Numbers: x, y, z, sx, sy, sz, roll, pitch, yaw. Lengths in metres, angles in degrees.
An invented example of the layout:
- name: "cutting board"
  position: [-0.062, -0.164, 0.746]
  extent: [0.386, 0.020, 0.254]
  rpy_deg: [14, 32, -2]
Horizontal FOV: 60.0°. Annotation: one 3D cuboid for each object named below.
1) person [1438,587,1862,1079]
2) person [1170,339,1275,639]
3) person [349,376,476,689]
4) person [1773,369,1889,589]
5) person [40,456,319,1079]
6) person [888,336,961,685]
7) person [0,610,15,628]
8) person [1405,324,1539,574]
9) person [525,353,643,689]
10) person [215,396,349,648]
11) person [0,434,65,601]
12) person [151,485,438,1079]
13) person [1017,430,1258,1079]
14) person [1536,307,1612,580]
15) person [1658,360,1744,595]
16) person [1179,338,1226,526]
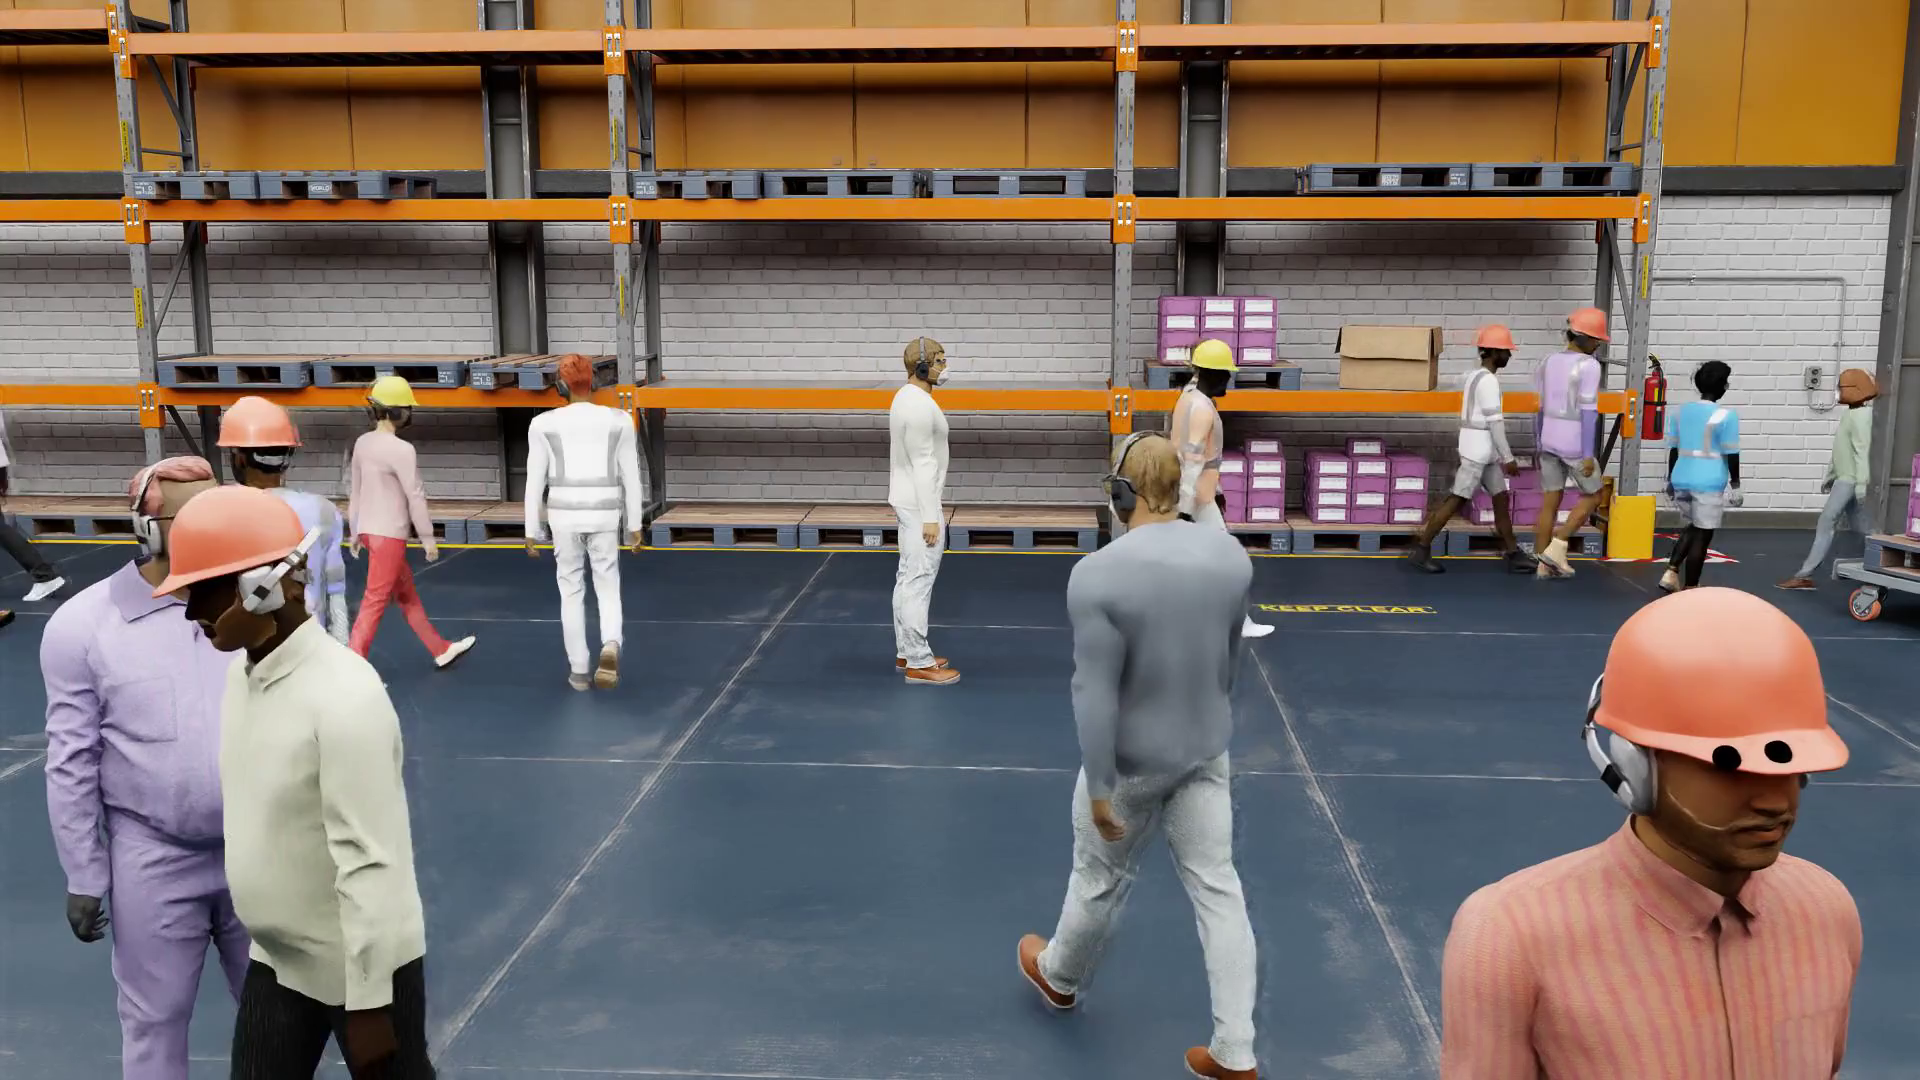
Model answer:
- name: "person"
  position: [0.866, 1.037, 2.101]
  extent: [0.609, 1.996, 0.379]
  rpy_deg: [-3, 10, -18]
- name: "person"
  position: [1.435, -0.304, 10.317]
  extent: [0.979, 1.882, 0.592]
  rpy_deg: [-1, 10, -6]
- name: "person"
  position: [-3.104, -0.039, 9.196]
  extent: [0.532, 1.718, 0.894]
  rpy_deg: [9, 13, 43]
- name: "person"
  position: [6.313, -0.416, 11.790]
  extent: [0.827, 1.597, 0.503]
  rpy_deg: [4, 11, 23]
- name: "person"
  position: [-1.829, 0.748, 4.038]
  extent: [0.651, 1.913, 0.410]
  rpy_deg: [-8, 12, -38]
- name: "person"
  position: [-0.212, -0.167, 9.318]
  extent: [0.373, 1.940, 0.630]
  rpy_deg: [-2, 10, -10]
- name: "person"
  position: [-6.412, -0.306, 10.382]
  extent: [1.004, 1.844, 0.682]
  rpy_deg: [6, 11, 30]
- name: "person"
  position: [3.858, -0.660, 12.387]
  extent: [1.047, 1.889, 0.541]
  rpy_deg: [2, 10, 14]
- name: "person"
  position: [-2.029, -0.077, 9.015]
  extent: [0.627, 1.863, 0.577]
  rpy_deg: [-3, 10, -18]
- name: "person"
  position: [-2.392, 0.444, 5.865]
  extent: [0.941, 1.903, 0.553]
  rpy_deg: [6, 11, 32]
- name: "person"
  position: [-6.714, -0.482, 11.396]
  extent: [0.988, 1.872, 0.594]
  rpy_deg: [-2, 10, -11]
- name: "person"
  position: [-1.257, 0.832, 3.508]
  extent: [0.630, 1.941, 0.955]
  rpy_deg: [8, 13, 40]
- name: "person"
  position: [0.557, 0.617, 4.896]
  extent: [0.653, 1.881, 1.036]
  rpy_deg: [-5, 11, -26]
- name: "person"
  position: [4.456, -0.684, 12.141]
  extent: [0.442, 2.008, 0.651]
  rpy_deg: [-3, 10, -19]
- name: "person"
  position: [5.017, -0.367, 11.226]
  extent: [0.367, 1.685, 0.542]
  rpy_deg: [-3, 10, -18]
- name: "person"
  position: [1.650, -0.460, 11.345]
  extent: [0.389, 1.833, 0.504]
  rpy_deg: [1, 10, 7]
